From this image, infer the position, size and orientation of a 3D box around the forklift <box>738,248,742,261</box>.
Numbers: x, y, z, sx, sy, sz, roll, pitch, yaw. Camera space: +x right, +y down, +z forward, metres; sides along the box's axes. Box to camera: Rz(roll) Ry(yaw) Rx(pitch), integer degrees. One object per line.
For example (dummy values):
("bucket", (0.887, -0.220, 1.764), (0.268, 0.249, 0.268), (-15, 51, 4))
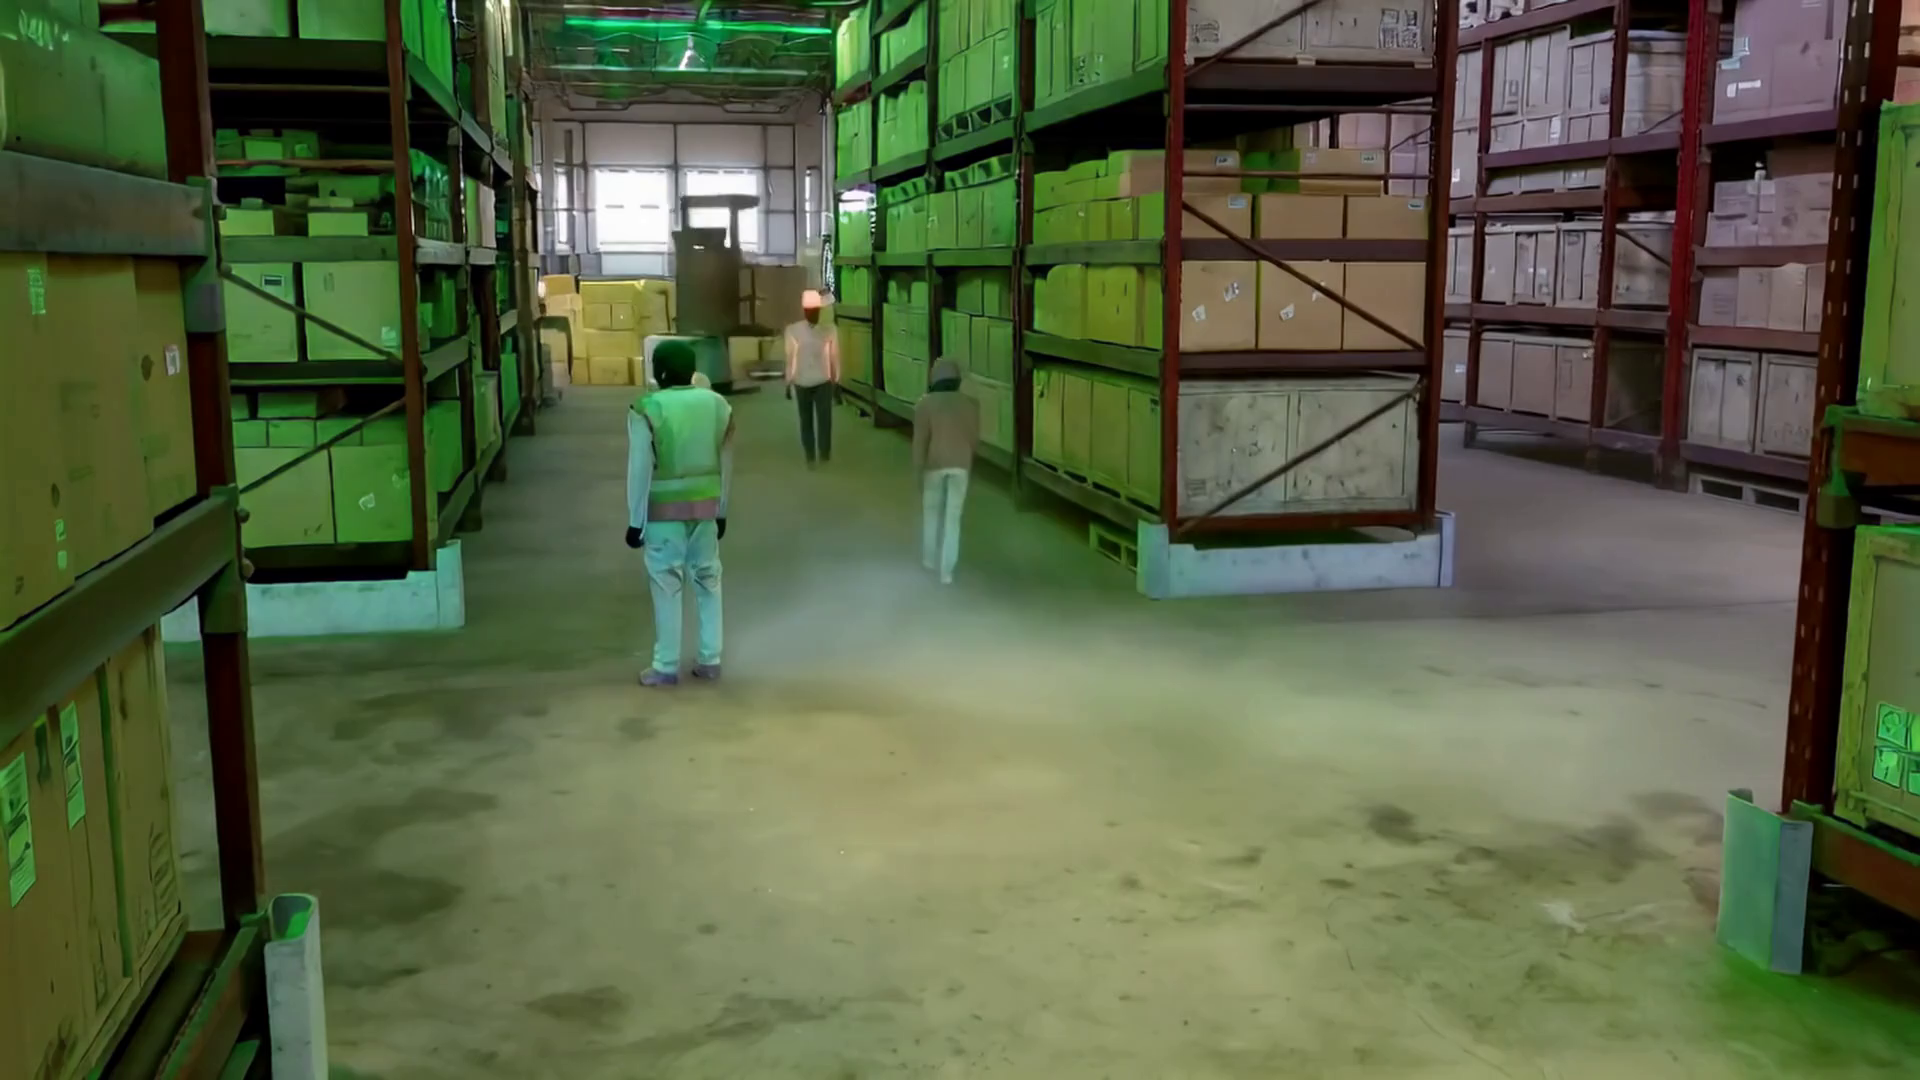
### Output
("forklift", (-7.372, -7.854, 52.695), (1.129, 2.768, 1.873), (-8, 12, -40))

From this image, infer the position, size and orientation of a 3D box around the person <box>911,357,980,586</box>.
("person", (-0.113, -0.501, 11.789), (0.496, 1.580, 0.862), (-1, 9, -6))

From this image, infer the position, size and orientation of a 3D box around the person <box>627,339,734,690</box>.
("person", (-1.498, -0.134, 8.801), (0.623, 1.844, 0.429), (-8, 12, -41))

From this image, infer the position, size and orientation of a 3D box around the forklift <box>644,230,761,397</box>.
("forklift", (-4.360, -3.784, 27.888), (1.129, 2.768, 1.873), (5, 11, 29))

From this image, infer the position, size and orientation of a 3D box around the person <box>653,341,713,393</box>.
("person", (-2.277, -0.844, 13.786), (0.526, 1.620, 0.554), (0, 9, 2))

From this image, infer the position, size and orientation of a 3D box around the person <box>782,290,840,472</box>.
("person", (-1.598, -1.704, 17.977), (0.641, 1.960, 0.823), (-2, 9, -10))

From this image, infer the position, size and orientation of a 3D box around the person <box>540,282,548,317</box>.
("person", (-8.826, -4.535, 35.473), (0.802, 1.889, 0.614), (-5, 11, -28))
